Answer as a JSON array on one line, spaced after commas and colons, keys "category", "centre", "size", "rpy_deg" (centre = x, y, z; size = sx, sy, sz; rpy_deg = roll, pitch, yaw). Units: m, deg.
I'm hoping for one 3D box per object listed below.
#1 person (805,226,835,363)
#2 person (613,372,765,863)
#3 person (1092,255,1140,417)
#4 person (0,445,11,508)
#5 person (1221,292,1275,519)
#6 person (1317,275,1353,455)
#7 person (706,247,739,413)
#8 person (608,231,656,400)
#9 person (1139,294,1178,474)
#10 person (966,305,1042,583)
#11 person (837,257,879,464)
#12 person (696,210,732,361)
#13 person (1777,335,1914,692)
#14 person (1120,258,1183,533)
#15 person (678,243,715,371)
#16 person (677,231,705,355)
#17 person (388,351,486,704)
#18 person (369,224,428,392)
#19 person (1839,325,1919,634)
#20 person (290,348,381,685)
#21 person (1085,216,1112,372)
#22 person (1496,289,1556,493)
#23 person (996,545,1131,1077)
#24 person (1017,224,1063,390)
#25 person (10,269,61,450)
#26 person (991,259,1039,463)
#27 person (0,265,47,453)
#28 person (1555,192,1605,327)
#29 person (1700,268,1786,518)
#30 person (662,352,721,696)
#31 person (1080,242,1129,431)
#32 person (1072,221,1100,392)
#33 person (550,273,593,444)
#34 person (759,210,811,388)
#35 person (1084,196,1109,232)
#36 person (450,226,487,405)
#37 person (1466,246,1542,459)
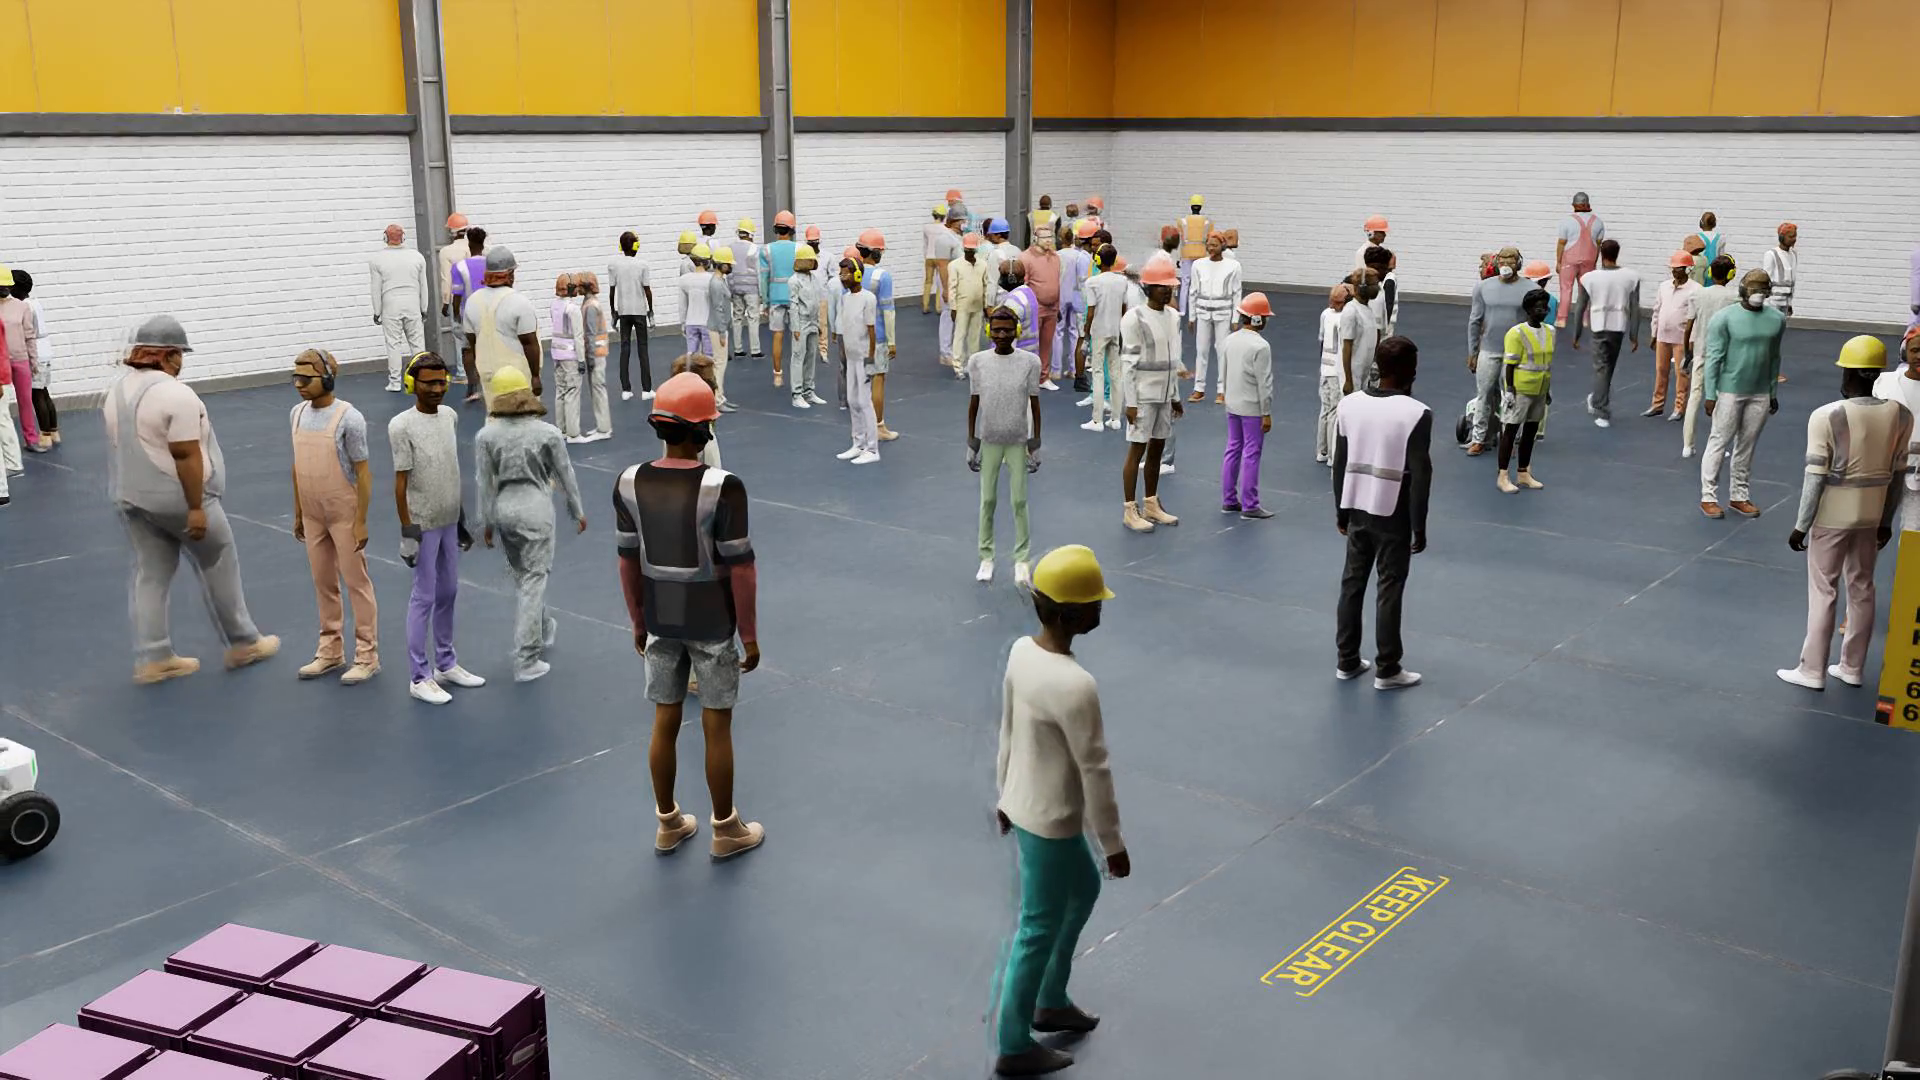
[{"category": "person", "centre": [-1.868, -3.132, 21.269], "size": [0.562, 1.752, 0.327], "rpy_deg": [-1, 14, -6]}, {"category": "person", "centre": [-1.101, 0.330, 6.852], "size": [0.608, 2.044, 0.370], "rpy_deg": [5, 15, 18]}, {"category": "person", "centre": [1.666, -2.064, 17.085], "size": [0.797, 1.711, 0.568], "rpy_deg": [5, 15, 20]}, {"category": "person", "centre": [-7.862, -1.140, 13.183], "size": [0.590, 1.824, 0.404], "rpy_deg": [12, 18, 40]}, {"category": "person", "centre": [2.252, -1.041, 12.915], "size": [0.329, 1.751, 0.571], "rpy_deg": [-7, 16, -25]}, {"category": "person", "centre": [3.513, -1.569, 15.164], "size": [0.535, 1.688, 0.322], "rpy_deg": [11, 18, 37]}, {"category": "person", "centre": [-2.520, -2.227, 17.657], "size": [0.342, 1.754, 0.535], "rpy_deg": [-2, 14, -6]}, {"category": "person", "centre": [-3.637, -2.487, 18.472], "size": [0.520, 1.865, 0.328], "rpy_deg": [2, 14, 7]}, {"category": "person", "centre": [1.753, -1.391, 14.556], "size": [0.283, 1.634, 0.498], "rpy_deg": [-2, 14, -9]}, {"category": "person", "centre": [0.295, -0.636, 11.086], "size": [0.511, 1.863, 0.327], "rpy_deg": [2, 14, 7]}, {"category": "person", "centre": [-0.931, -1.621, 15.035], "size": [0.337, 1.857, 0.525], "rpy_deg": [-10, 17, -34]}, {"category": "person", "centre": [-3.228, -3.274, 21.460], "size": [0.543, 1.941, 0.357], "rpy_deg": [12, 19, 40]}, {"category": "person", "centre": [4.752, -0.135, 8.941], "size": [0.594, 1.926, 0.366], "rpy_deg": [-3, 14, -10]}, {"category": "person", "centre": [1.464, -1.088, 12.513], "size": [0.605, 2.045, 0.378], "rpy_deg": [-13, 19, -43]}, {"category": "person", "centre": [-2.775, -2.305, 17.947], "size": [0.528, 1.765, 0.328], "rpy_deg": [5, 15, 19]}, {"category": "person", "centre": [-3.294, -2.898, 20.360], "size": [0.321, 1.742, 0.492], "rpy_deg": [4, 15, 15]}, {"category": "person", "centre": [-2.783, -0.075, 8.830], "size": [0.314, 1.864, 0.533], "rpy_deg": [5, 15, 19]}, {"category": "person", "centre": [-6.410, -2.649, 19.032], "size": [0.641, 1.908, 0.407], "rpy_deg": [-9, 17, -32]}, {"category": "person", "centre": [5.572, -0.334, 9.831], "size": [0.574, 1.883, 0.355], "rpy_deg": [7, 16, 26]}, {"category": "person", "centre": [-3.435, -0.127, 9.077], "size": [0.508, 1.846, 0.342], "rpy_deg": [6, 15, 22]}, {"category": "person", "centre": [1.647, -3.037, 20.580], "size": [0.406, 1.910, 0.636], "rpy_deg": [-6, 15, -22]}, {"category": "person", "centre": [4.720, -1.238, 13.817], "size": [0.540, 1.695, 0.317], "rpy_deg": [-8, 16, -28]}, {"category": "person", "centre": [0.345, 0.872, 5.275], "size": [0.558, 1.749, 0.536], "rpy_deg": [-4, 14, -14]}, {"category": "person", "centre": [0.931, -2.633, 18.969], "size": [0.652, 1.906, 0.403], "rpy_deg": [-12, 18, -40]}, {"category": "person", "centre": [-8.762, -1.709, 15.726], "size": [0.320, 1.686, 0.538], "rpy_deg": [-4, 15, -15]}, {"category": "person", "centre": [0.491, -1.617, 15.058], "size": [0.429, 1.836, 0.626], "rpy_deg": [4, 15, 15]}, {"category": "person", "centre": [-8.750, -1.640, 15.305], "size": [0.341, 1.761, 0.525], "rpy_deg": [12, 18, 40]}, {"category": "person", "centre": [9.298, -4.235, 25.098], "size": [0.683, 2.000, 0.535], "rpy_deg": [-1, 14, -5]}, {"category": "person", "centre": [6.065, -1.131, 12.902], "size": [0.636, 1.937, 0.358], "rpy_deg": [-3, 14, -10]}, {"category": "person", "centre": [-1.403, -0.084, 8.906], "size": [0.345, 1.847, 0.508], "rpy_deg": [0, 14, -1]}, {"category": "person", "centre": [1.436, -2.020, 16.592], "size": [0.524, 1.871, 0.325], "rpy_deg": [-8, 16, -29]}, {"category": "person", "centre": [1.464, -2.666, 19.035], "size": [0.358, 1.940, 0.545], "rpy_deg": [0, 14, 2]}, {"category": "person", "centre": [-3.746, -1.736, 15.949], "size": [0.314, 1.629, 0.509], "rpy_deg": [-12, 18, -39]}, {"category": "person", "centre": [-2.010, -2.778, 19.271], "size": [0.607, 2.044, 0.372], "rpy_deg": [1, 14, 2]}, {"category": "person", "centre": [1.978, -4.119, 24.763], "size": [0.659, 1.969, 0.482], "rpy_deg": [13, 19, 42]}, {"category": "person", "centre": [-5.201, -2.405, 17.995], "size": [0.626, 1.936, 0.506], "rpy_deg": [-8, 16, -29]}, {"category": "person", "centre": [4.966, -1.712, 15.222], "size": [0.633, 1.938, 0.356], "rpy_deg": [6, 15, 22]}]
